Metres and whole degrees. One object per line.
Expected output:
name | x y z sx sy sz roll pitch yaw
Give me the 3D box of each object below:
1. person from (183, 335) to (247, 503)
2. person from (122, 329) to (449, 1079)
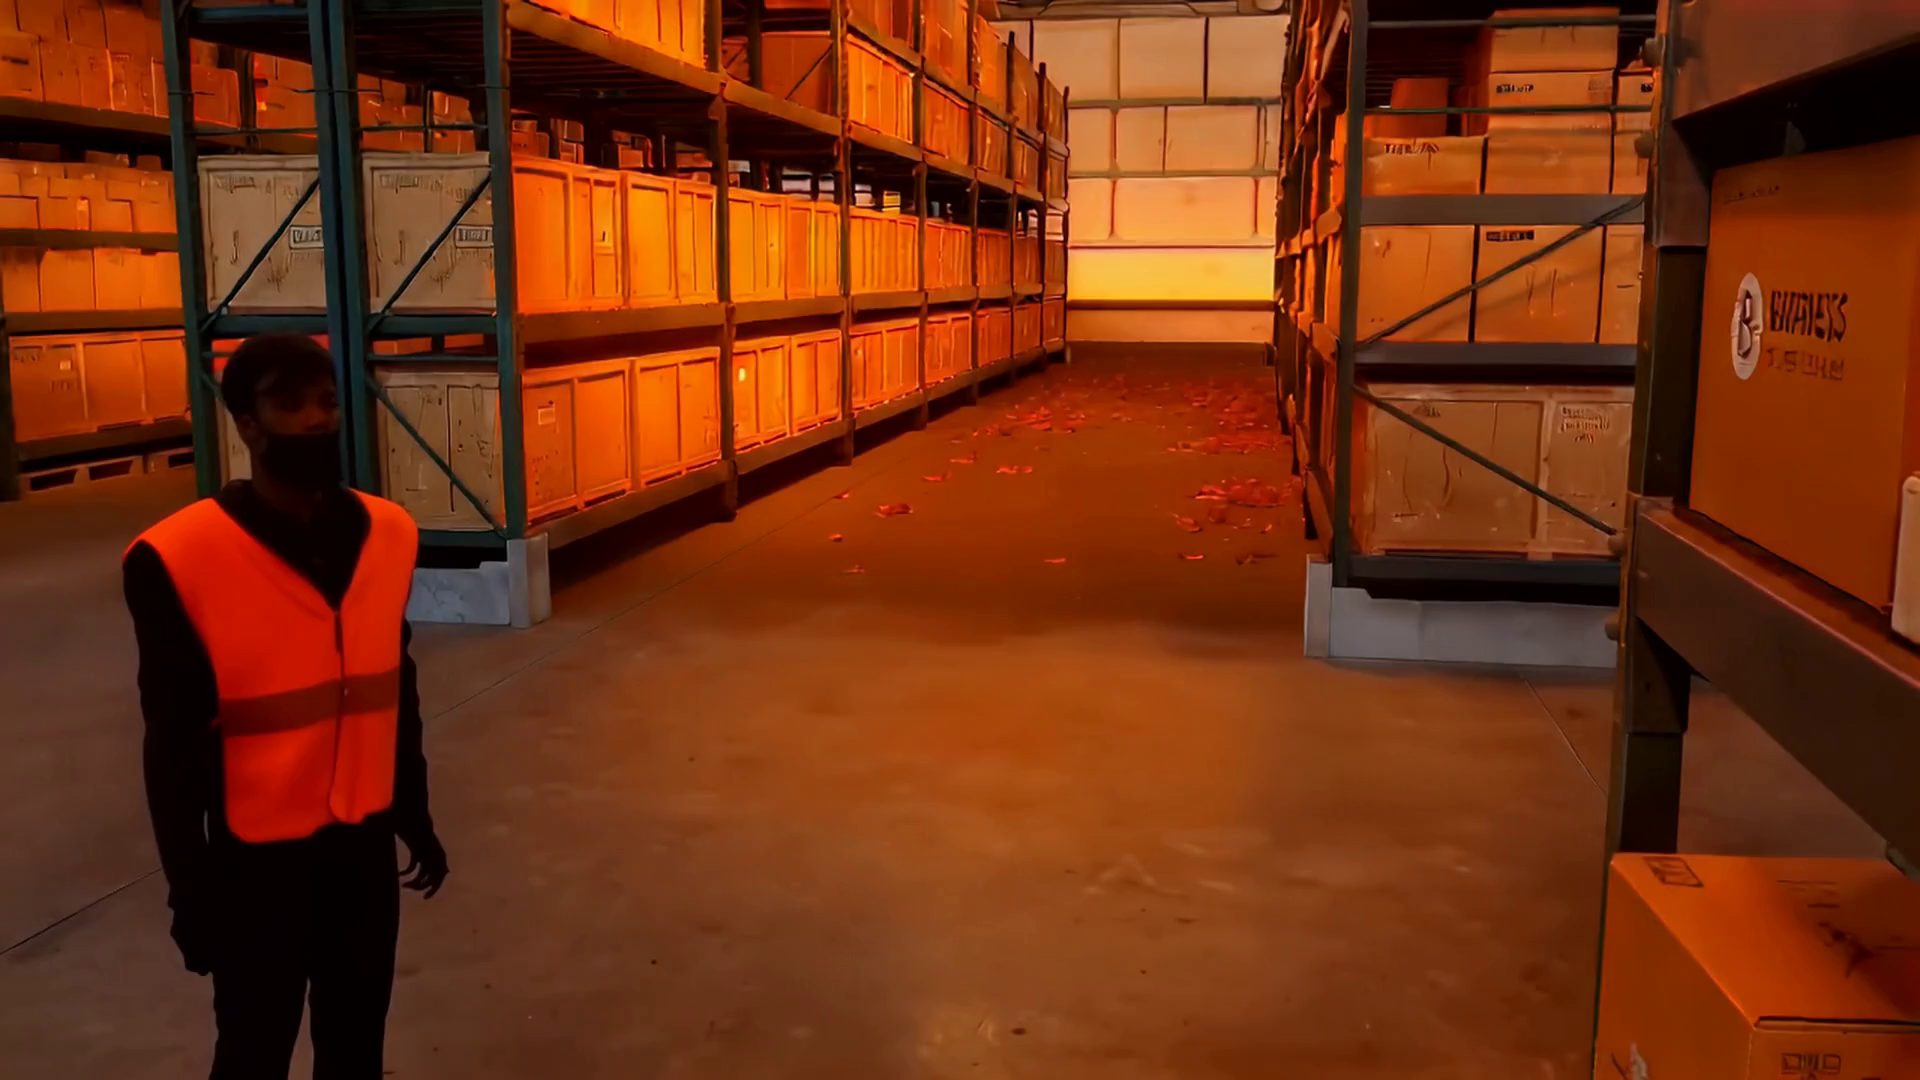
person | -6.387 -1.182 14.255 0.429 1.838 0.621 4 10 22
person | -1.251 0.564 3.163 0.390 1.919 0.591 5 11 29
